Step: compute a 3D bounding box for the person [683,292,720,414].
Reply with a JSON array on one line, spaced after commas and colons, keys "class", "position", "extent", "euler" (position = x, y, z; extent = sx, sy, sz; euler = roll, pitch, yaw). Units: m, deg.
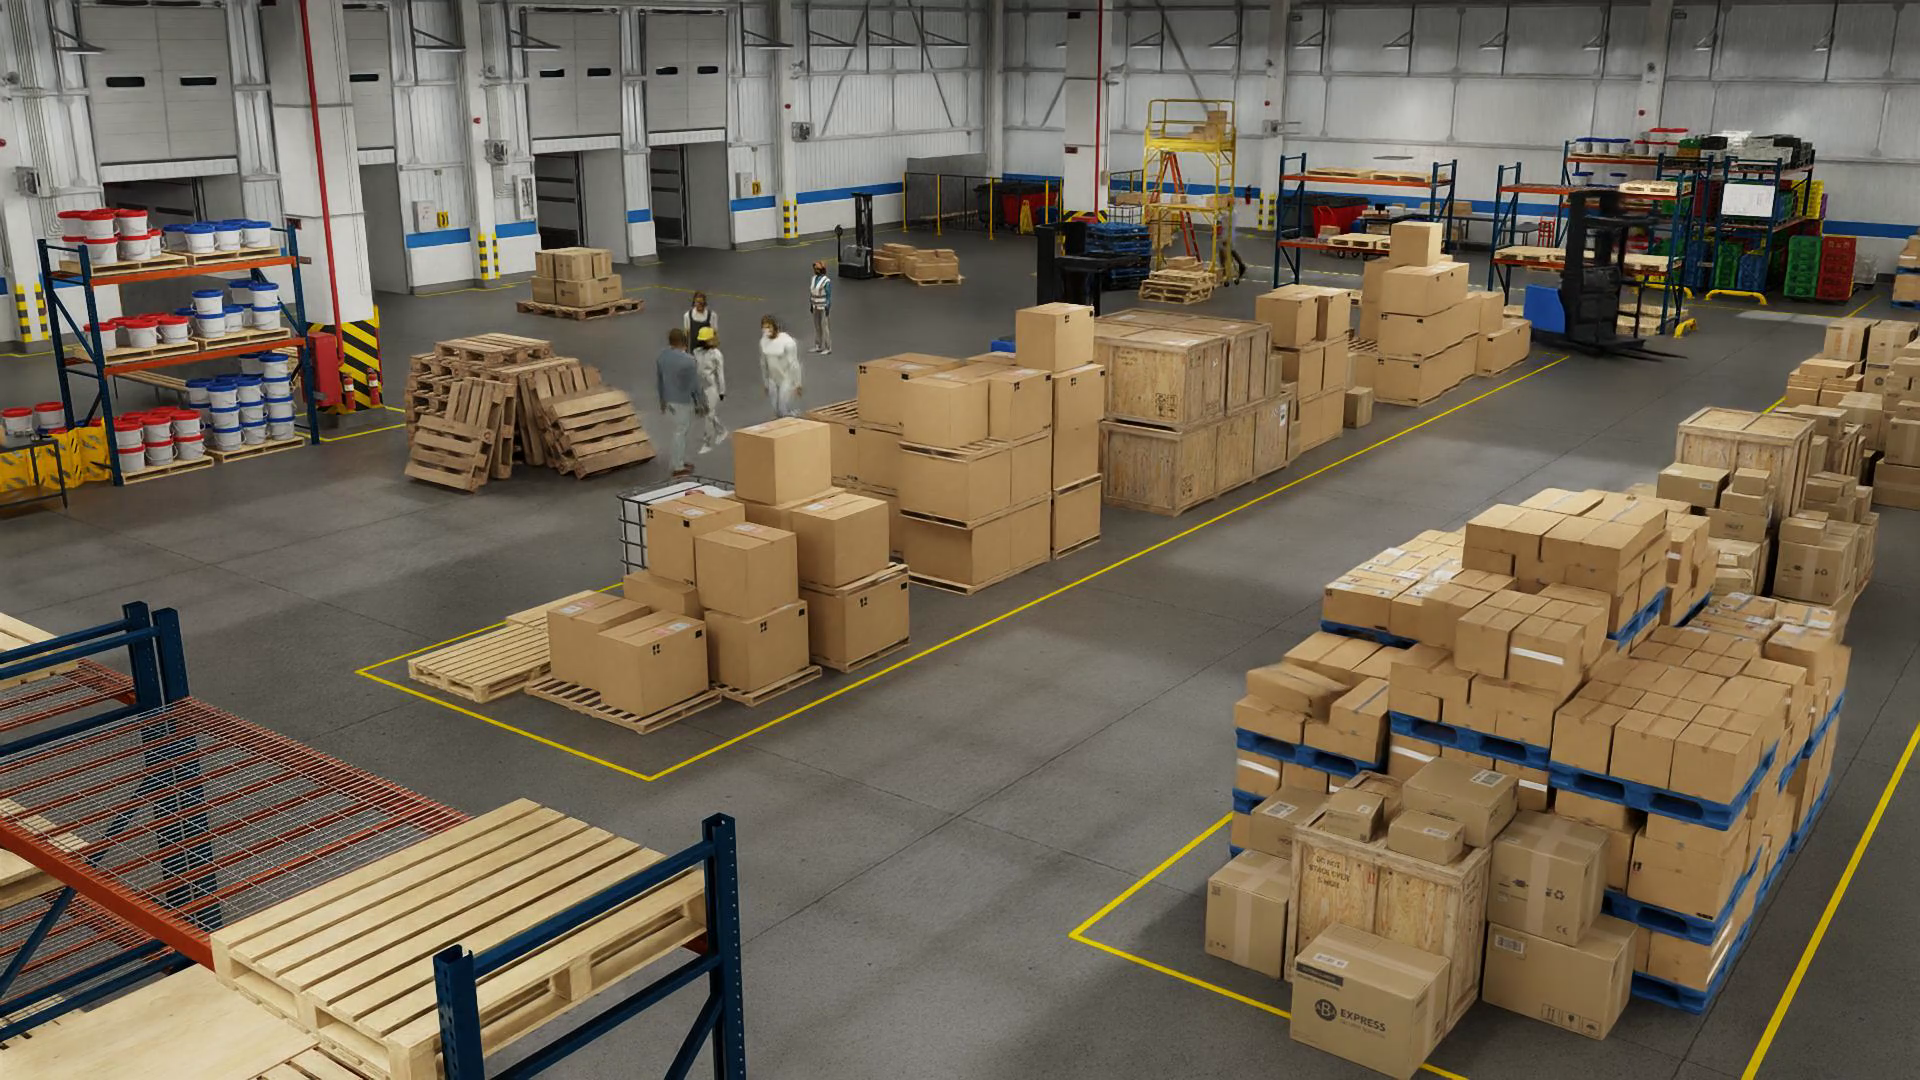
[{"class": "person", "position": [-3.867, -2.808, 24.921], "extent": [0.533, 1.791, 0.953], "euler": [-1, 17, -4]}]

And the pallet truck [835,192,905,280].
[{"class": "pallet truck", "position": [-1.936, -7.159, 38.982], "extent": [1.885, 1.965, 0.823], "euler": [-12, 21, -34]}]

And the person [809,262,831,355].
[{"class": "person", "position": [-2.475, -4.118, 29.524], "extent": [0.307, 1.640, 0.520], "euler": [-16, 23, -42]}]

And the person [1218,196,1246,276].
[{"class": "person", "position": [6.362, -7.127, 39.045], "extent": [0.570, 1.908, 0.837], "euler": [-14, 22, -39]}]

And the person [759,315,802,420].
[{"class": "person", "position": [-2.402, -2.099, 22.399], "extent": [0.677, 1.901, 0.543], "euler": [14, 21, 38]}]

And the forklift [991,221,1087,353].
[{"class": "forklift", "position": [1.462, -3.273, 24.612], "extent": [1.873, 2.768, 1.129], "euler": [12, 21, 35]}]

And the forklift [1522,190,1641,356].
[{"class": "forklift", "position": [11.232, -4.863, 29.877], "extent": [1.129, 2.768, 1.873], "euler": [-9, 19, -28]}]

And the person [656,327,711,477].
[{"class": "person", "position": [-3.516, -1.756, 21.230], "extent": [0.665, 1.909, 0.659], "euler": [15, 22, 40]}]

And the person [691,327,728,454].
[{"class": "person", "position": [-3.403, -2.067, 22.627], "extent": [0.548, 1.710, 0.705], "euler": [10, 20, 31]}]
